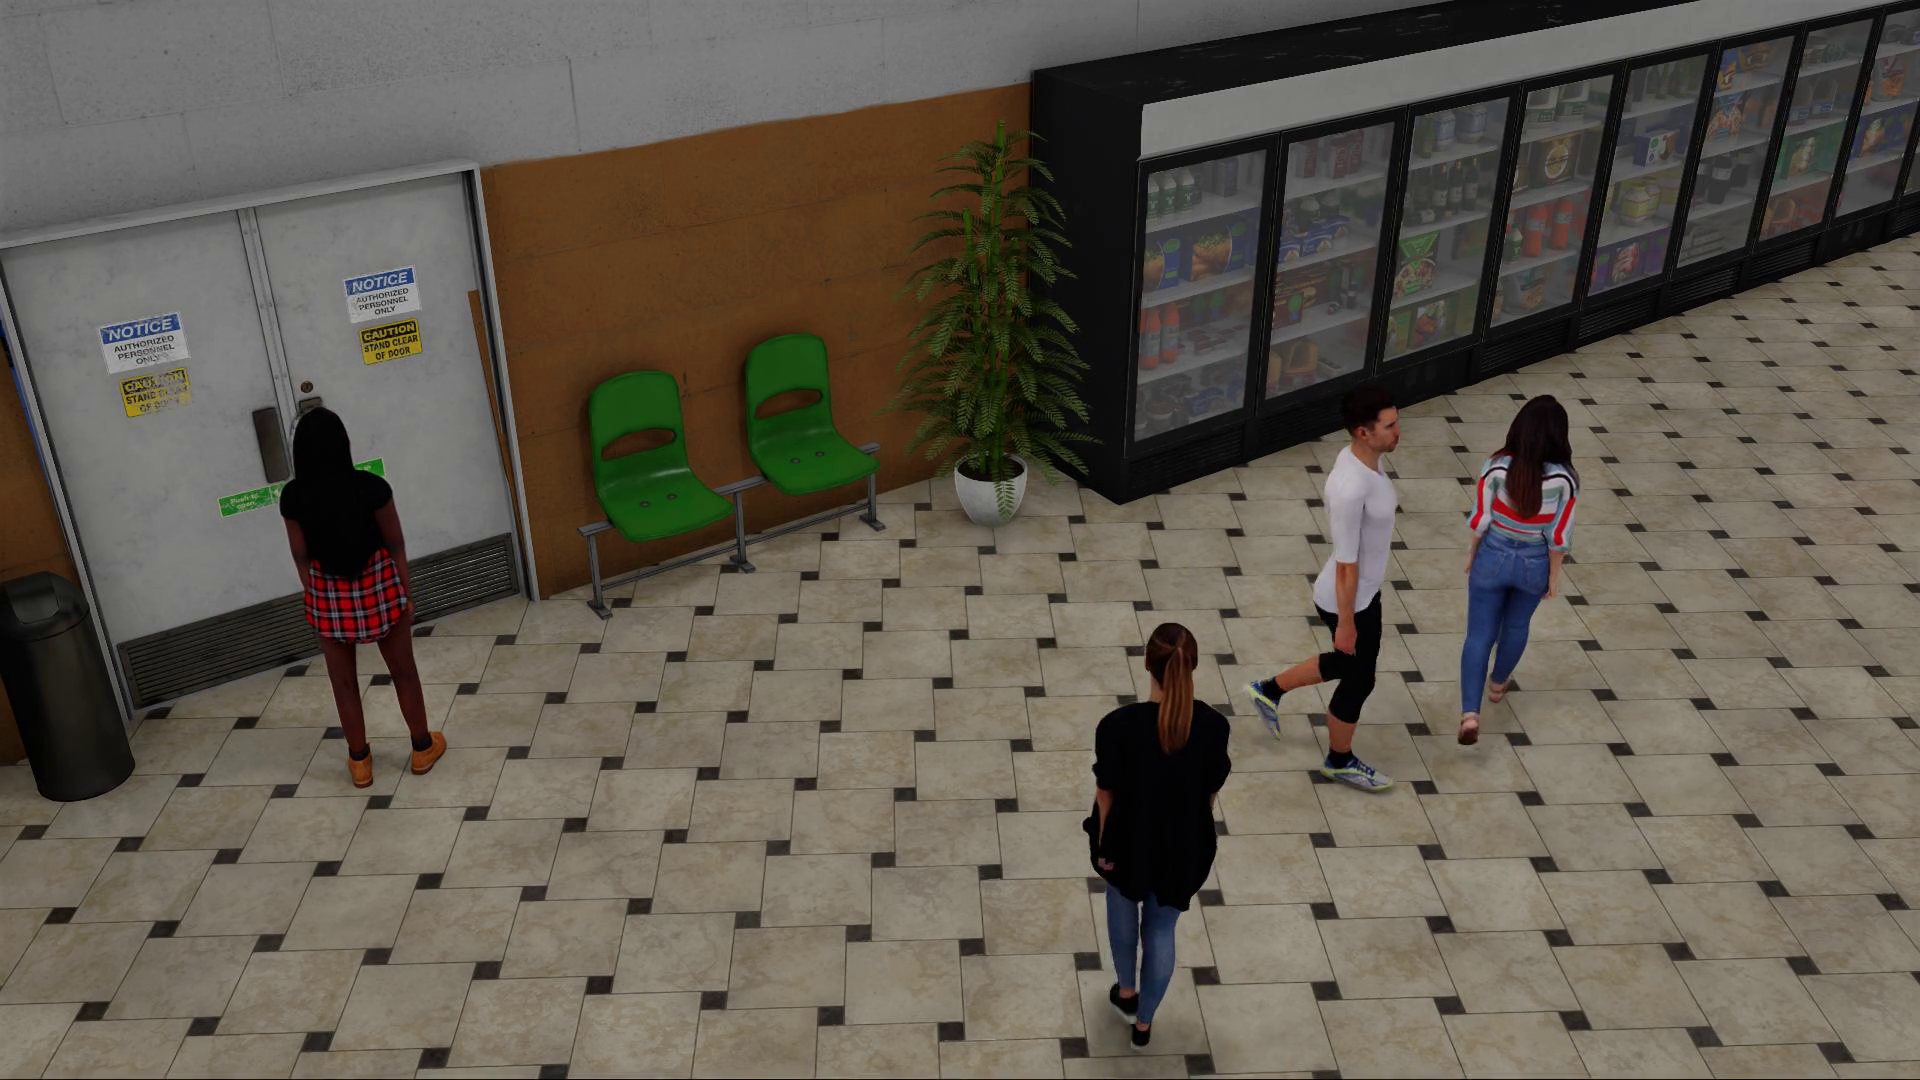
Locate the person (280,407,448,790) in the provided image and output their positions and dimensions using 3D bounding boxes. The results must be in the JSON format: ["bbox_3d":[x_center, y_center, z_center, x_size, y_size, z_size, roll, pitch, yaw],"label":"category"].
[{"bbox_3d":[-2.507,0.248,6.925,0.696,1.728,0.707,-7,29,-13],"label":"person"}]

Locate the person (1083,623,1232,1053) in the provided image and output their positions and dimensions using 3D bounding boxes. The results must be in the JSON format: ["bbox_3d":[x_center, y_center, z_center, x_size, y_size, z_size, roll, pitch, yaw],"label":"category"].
[{"bbox_3d":[0.655,1.055,5.505,0.785,1.671,0.838,1,29,1],"label":"person"}]

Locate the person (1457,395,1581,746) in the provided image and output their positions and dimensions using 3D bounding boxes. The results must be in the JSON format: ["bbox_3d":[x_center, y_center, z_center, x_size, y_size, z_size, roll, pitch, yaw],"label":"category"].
[{"bbox_3d":[2.392,0.160,7.234,1.065,1.586,1.031,10,30,17],"label":"person"}]

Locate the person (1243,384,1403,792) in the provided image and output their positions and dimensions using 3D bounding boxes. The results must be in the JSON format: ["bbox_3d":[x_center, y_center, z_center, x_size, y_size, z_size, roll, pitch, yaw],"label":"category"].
[{"bbox_3d":[1.541,0.209,6.885,1.070,1.834,0.943,12,31,21],"label":"person"}]
